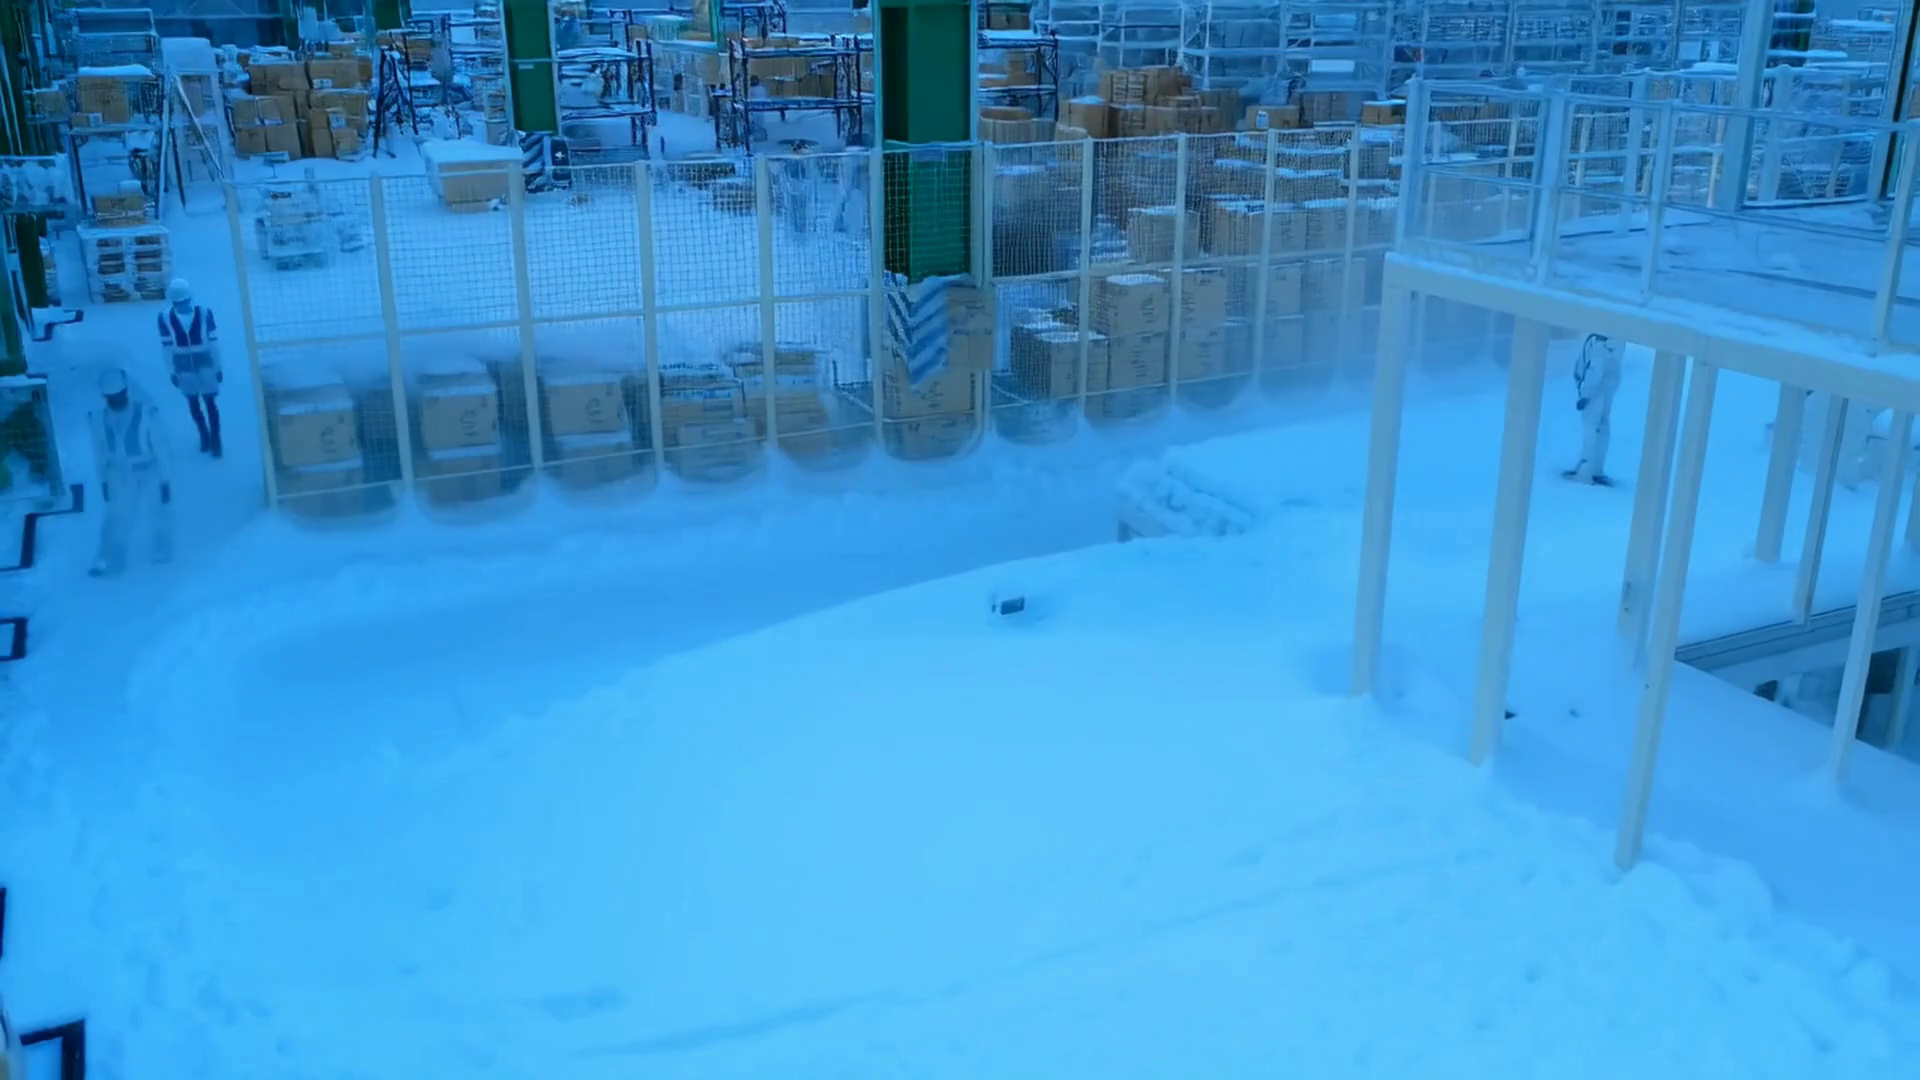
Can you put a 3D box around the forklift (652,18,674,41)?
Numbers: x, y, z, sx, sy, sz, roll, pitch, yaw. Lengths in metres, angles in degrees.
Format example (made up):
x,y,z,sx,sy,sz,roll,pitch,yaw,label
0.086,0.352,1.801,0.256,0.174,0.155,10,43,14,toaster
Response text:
x,y,z,sx,sy,sz,roll,pitch,yaw,label
-12.849,-21.249,72.267,1.873,2.768,1.129,14,24,36,forklift

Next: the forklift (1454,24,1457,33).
x,y,z,sx,sy,sz,roll,pitch,yaw,label
19.278,-18.334,63.816,1.873,2.768,1.129,-9,21,-25,forklift

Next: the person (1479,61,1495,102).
x,y,z,sx,sy,sz,roll,pitch,yaw,label
17.958,-15.344,56.685,0.535,1.864,0.309,10,22,27,person

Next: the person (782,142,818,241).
x,y,z,sx,sy,sz,roll,pitch,yaw,label
-2.968,-6.538,31.223,0.661,1.815,0.783,-6,20,-18,person

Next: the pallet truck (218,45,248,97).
x,y,z,sx,sy,sz,roll,pitch,yaw,label
-28.879,-18.665,66.111,0.823,1.965,1.885,-3,19,-9,pallet truck

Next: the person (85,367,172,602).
x,y,z,sx,sy,sz,roll,pitch,yaw,label
-6.707,-0.454,13.475,0.610,1.894,0.992,-5,20,-15,person

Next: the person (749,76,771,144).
x,y,z,sx,sy,sz,roll,pitch,yaw,label
-5.845,-12.560,48.530,0.636,1.921,0.792,17,25,40,person

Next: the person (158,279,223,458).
x,y,z,sx,sy,sz,roll,pitch,yaw,label
-7.986,-1.778,17.324,0.543,1.878,1.005,-7,20,-19,person

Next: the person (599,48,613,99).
x,y,z,sx,sy,sz,roll,pitch,yaw,label
-13.721,-18.116,64.616,0.546,1.934,0.376,7,20,18,person

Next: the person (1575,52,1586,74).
x,y,z,sx,sy,sz,roll,pitch,yaw,label
24.692,-18.518,66.135,0.539,1.698,0.317,13,23,32,person

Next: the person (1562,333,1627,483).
x,y,z,sx,sy,sz,roll,pitch,yaw,label
6.317,-1.485,16.548,0.429,1.843,0.622,17,25,40,person

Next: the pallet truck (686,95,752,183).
x,y,z,sx,sy,sz,roll,pitch,yaw,label
-5.836,-9.608,39.856,0.823,1.965,1.885,10,22,27,pallet truck

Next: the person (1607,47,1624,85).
x,y,z,sx,sy,sz,roll,pitch,yaw,label
26.595,-18.970,67.208,0.991,1.853,0.666,-5,20,-14,person

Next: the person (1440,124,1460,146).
x,y,z,sx,sy,sz,roll,pitch,yaw,label
10.463,-8.052,35.718,0.661,1.742,0.540,-14,24,-35,person

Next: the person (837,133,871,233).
x,y,z,sx,sy,sz,roll,pitch,yaw,label
-2.092,-6.915,32.251,0.623,1.894,1.002,8,20,21,person

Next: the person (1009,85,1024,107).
x,y,z,sx,sy,sz,roll,pitch,yaw,label
1.663,-11.433,45.326,0.818,1.890,0.629,4,19,11,person

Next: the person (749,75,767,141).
x,y,z,sx,sy,sz,roll,pitch,yaw,label
-5.948,-12.818,49.307,0.594,1.896,0.734,9,21,25,person

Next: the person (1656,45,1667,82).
x,y,z,sx,sy,sz,roll,pitch,yaw,label
31.319,-21.202,74.058,0.498,1.605,0.750,0,19,1,person

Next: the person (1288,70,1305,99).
x,y,z,sx,sy,sz,roll,pitch,yaw,label
11.294,-14.876,55.624,0.546,1.653,0.829,10,21,26,person

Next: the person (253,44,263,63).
x,y,z,sx,sy,sz,roll,pitch,yaw,label
-29.197,-19.691,69.253,0.337,1.882,0.583,0,19,1,person

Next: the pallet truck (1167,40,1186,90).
x,y,z,sx,sy,sz,roll,pitch,yaw,label
9.045,-19.971,69.895,0.823,1.965,1.885,-3,19,-8,pallet truck

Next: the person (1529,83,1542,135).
x,y,z,sx,sy,sz,roll,pitch,yaw,label
17.139,-12.768,49.165,0.553,1.907,0.932,-4,19,-11,person

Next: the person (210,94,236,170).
x,y,z,sx,sy,sz,roll,pitch,yaw,label
-18.567,-10.304,41.964,0.542,1.939,0.359,-10,21,-26,person

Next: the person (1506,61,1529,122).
x,y,z,sx,sy,sz,roll,pitch,yaw,label
18.437,-14.879,55.068,0.715,2.000,1.044,7,20,19,person

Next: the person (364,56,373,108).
x,y,z,sx,sy,sz,roll,pitch,yaw,label
-21.021,-16.378,59.589,0.638,1.924,0.498,9,21,23,person

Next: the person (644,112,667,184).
x,y,z,sx,sy,sz,roll,pitch,yaw,label
-7.222,-9.308,39.452,0.548,1.682,0.518,5,20,13,person

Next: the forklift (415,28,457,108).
x,y,z,sx,sy,sz,roll,pitch,yaw,label
-19.190,-17.109,60.266,1.873,2.768,1.129,-1,19,-2,forklift
